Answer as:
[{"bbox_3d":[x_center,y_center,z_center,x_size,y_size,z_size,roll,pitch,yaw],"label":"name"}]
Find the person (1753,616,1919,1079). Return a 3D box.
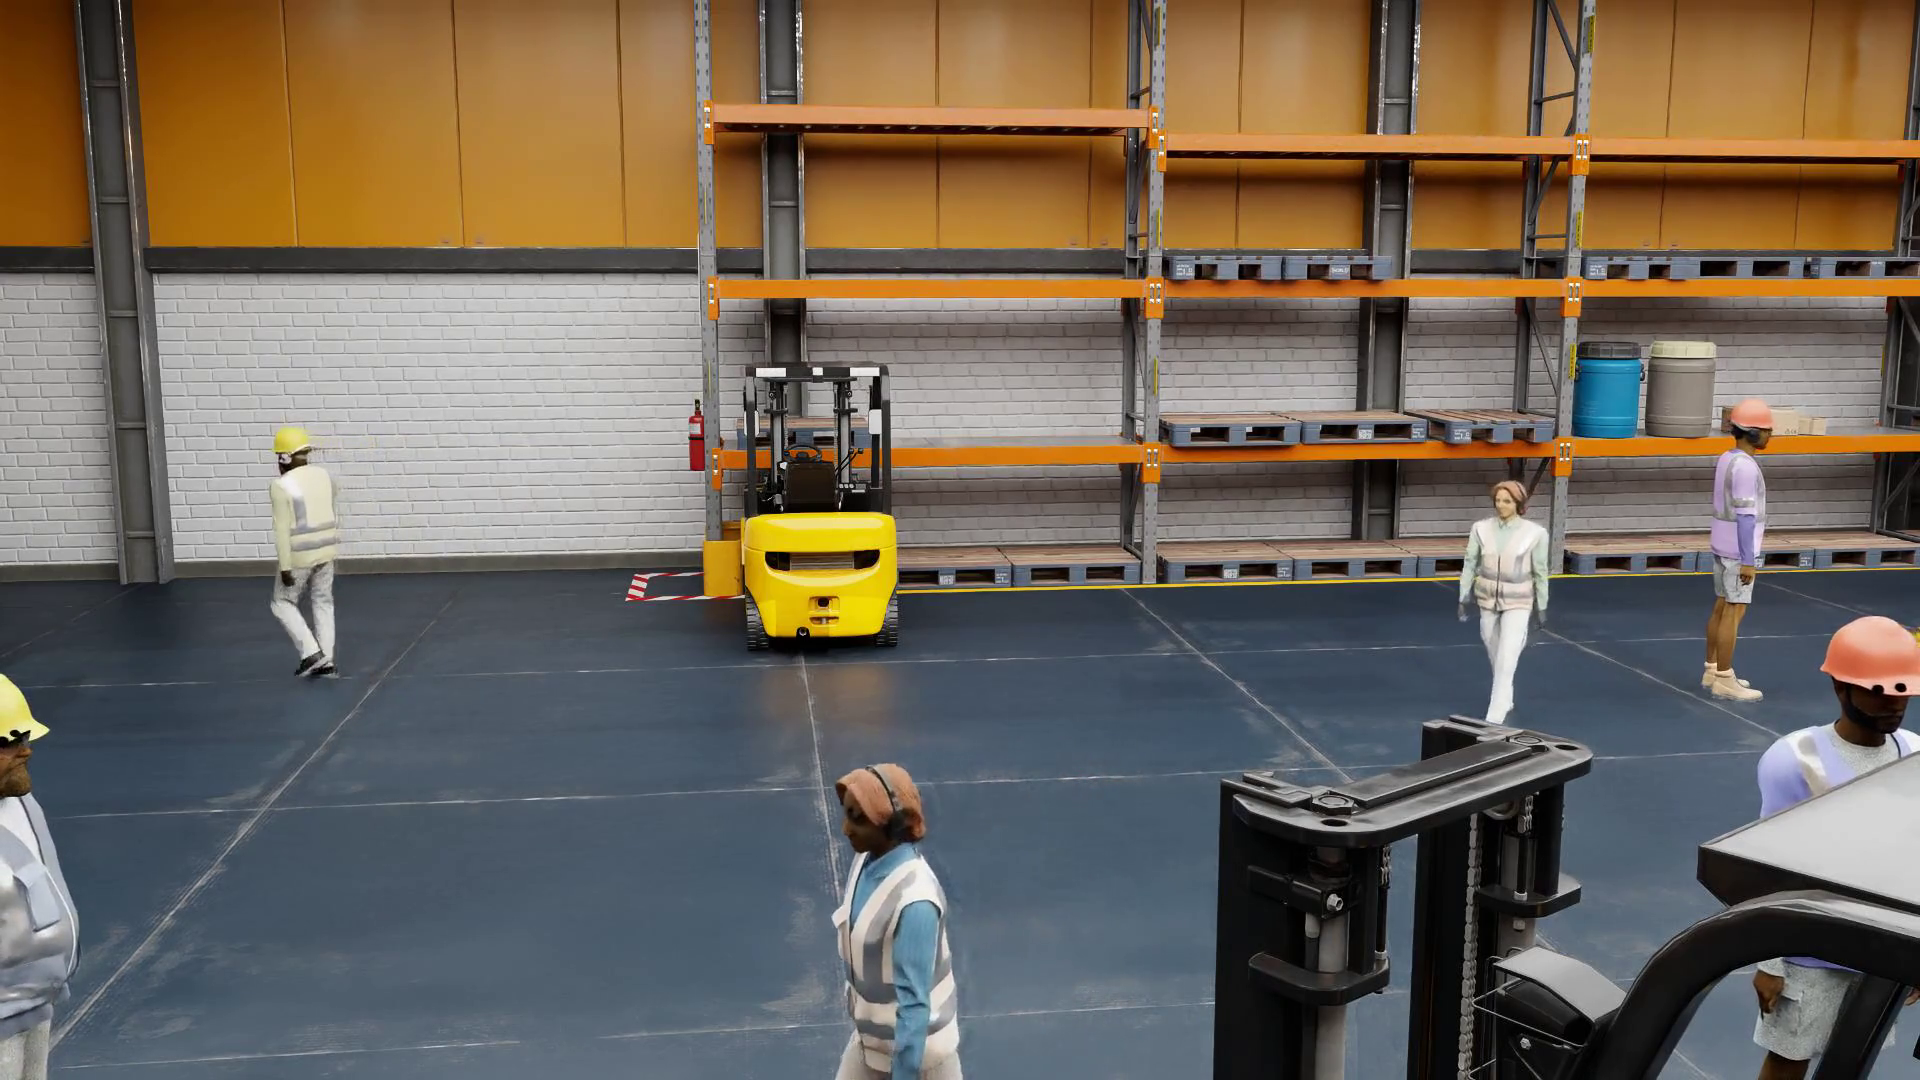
[{"bbox_3d":[2.542,1.164,4.774,0.548,1.937,0.379,-2,9,-12],"label":"person"}]

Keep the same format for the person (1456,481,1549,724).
[{"bbox_3d":[3.427,0.415,10.534,0.530,1.592,0.842,8,12,42],"label":"person"}]

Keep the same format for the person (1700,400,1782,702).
[{"bbox_3d":[5.313,0.067,11.298,0.383,2.039,0.616,2,9,12],"label":"person"}]

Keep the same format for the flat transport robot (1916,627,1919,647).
[{"bbox_3d":[7.783,0.784,12.333,1.431,0.197,0.652,0,9,-3],"label":"flat transport robot"}]

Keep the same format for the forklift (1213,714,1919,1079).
[{"bbox_3d":[1.441,1.425,2.350,1.214,2.155,2.313,-7,12,-39],"label":"forklift"}]

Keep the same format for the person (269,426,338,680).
[{"bbox_3d":[-4.635,0.106,11.771,0.420,1.819,0.609,4,10,25],"label":"person"}]

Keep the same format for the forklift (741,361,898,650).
[{"bbox_3d":[-1.154,-0.340,13.365,1.214,2.155,2.313,-1,9,-7],"label":"forklift"}]

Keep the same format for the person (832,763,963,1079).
[{"bbox_3d":[-0.174,1.374,4.568,0.872,1.584,0.536,-3,10,-20],"label":"person"}]

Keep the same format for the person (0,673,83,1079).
[{"bbox_3d":[-2.619,1.255,4.540,0.404,1.829,0.600,-2,9,-10],"label":"person"}]
